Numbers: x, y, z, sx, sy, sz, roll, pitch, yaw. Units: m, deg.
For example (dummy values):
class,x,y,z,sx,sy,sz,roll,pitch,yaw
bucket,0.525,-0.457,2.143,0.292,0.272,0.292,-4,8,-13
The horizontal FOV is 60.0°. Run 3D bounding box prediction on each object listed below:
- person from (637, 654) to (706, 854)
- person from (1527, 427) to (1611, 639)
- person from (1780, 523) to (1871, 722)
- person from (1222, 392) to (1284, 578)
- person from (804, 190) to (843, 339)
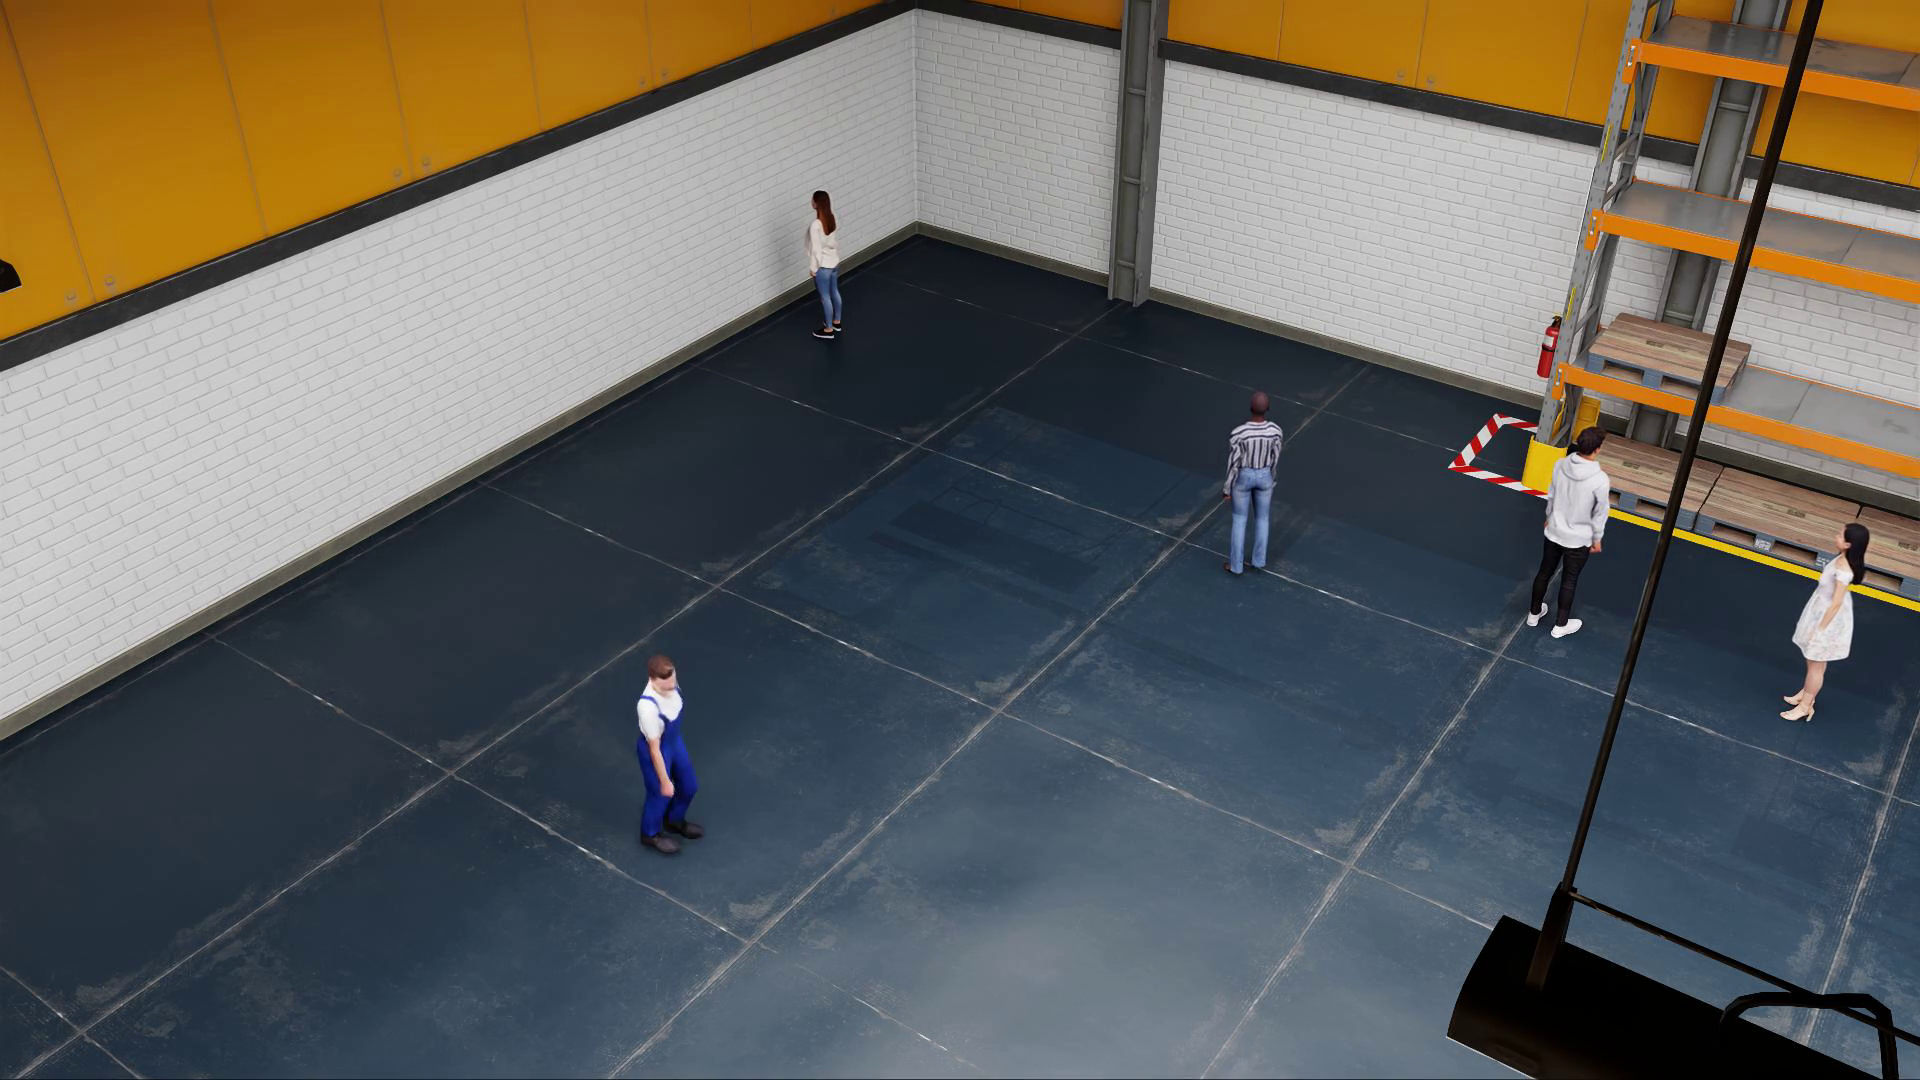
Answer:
class,x,y,z,sx,sy,sz,roll,pitch,yaw
person,-2.101,1.453,11.459,0.812,1.807,0.740,4,34,7
person,5.003,-0.075,13.647,0.785,1.931,0.613,-27,42,-35
person,6.620,0.630,12.728,0.616,1.774,0.633,21,39,28
person,2.524,-0.472,14.367,0.695,1.795,0.753,-6,34,-8
person,-1.489,-3.045,18.332,0.585,1.692,0.639,16,37,23
